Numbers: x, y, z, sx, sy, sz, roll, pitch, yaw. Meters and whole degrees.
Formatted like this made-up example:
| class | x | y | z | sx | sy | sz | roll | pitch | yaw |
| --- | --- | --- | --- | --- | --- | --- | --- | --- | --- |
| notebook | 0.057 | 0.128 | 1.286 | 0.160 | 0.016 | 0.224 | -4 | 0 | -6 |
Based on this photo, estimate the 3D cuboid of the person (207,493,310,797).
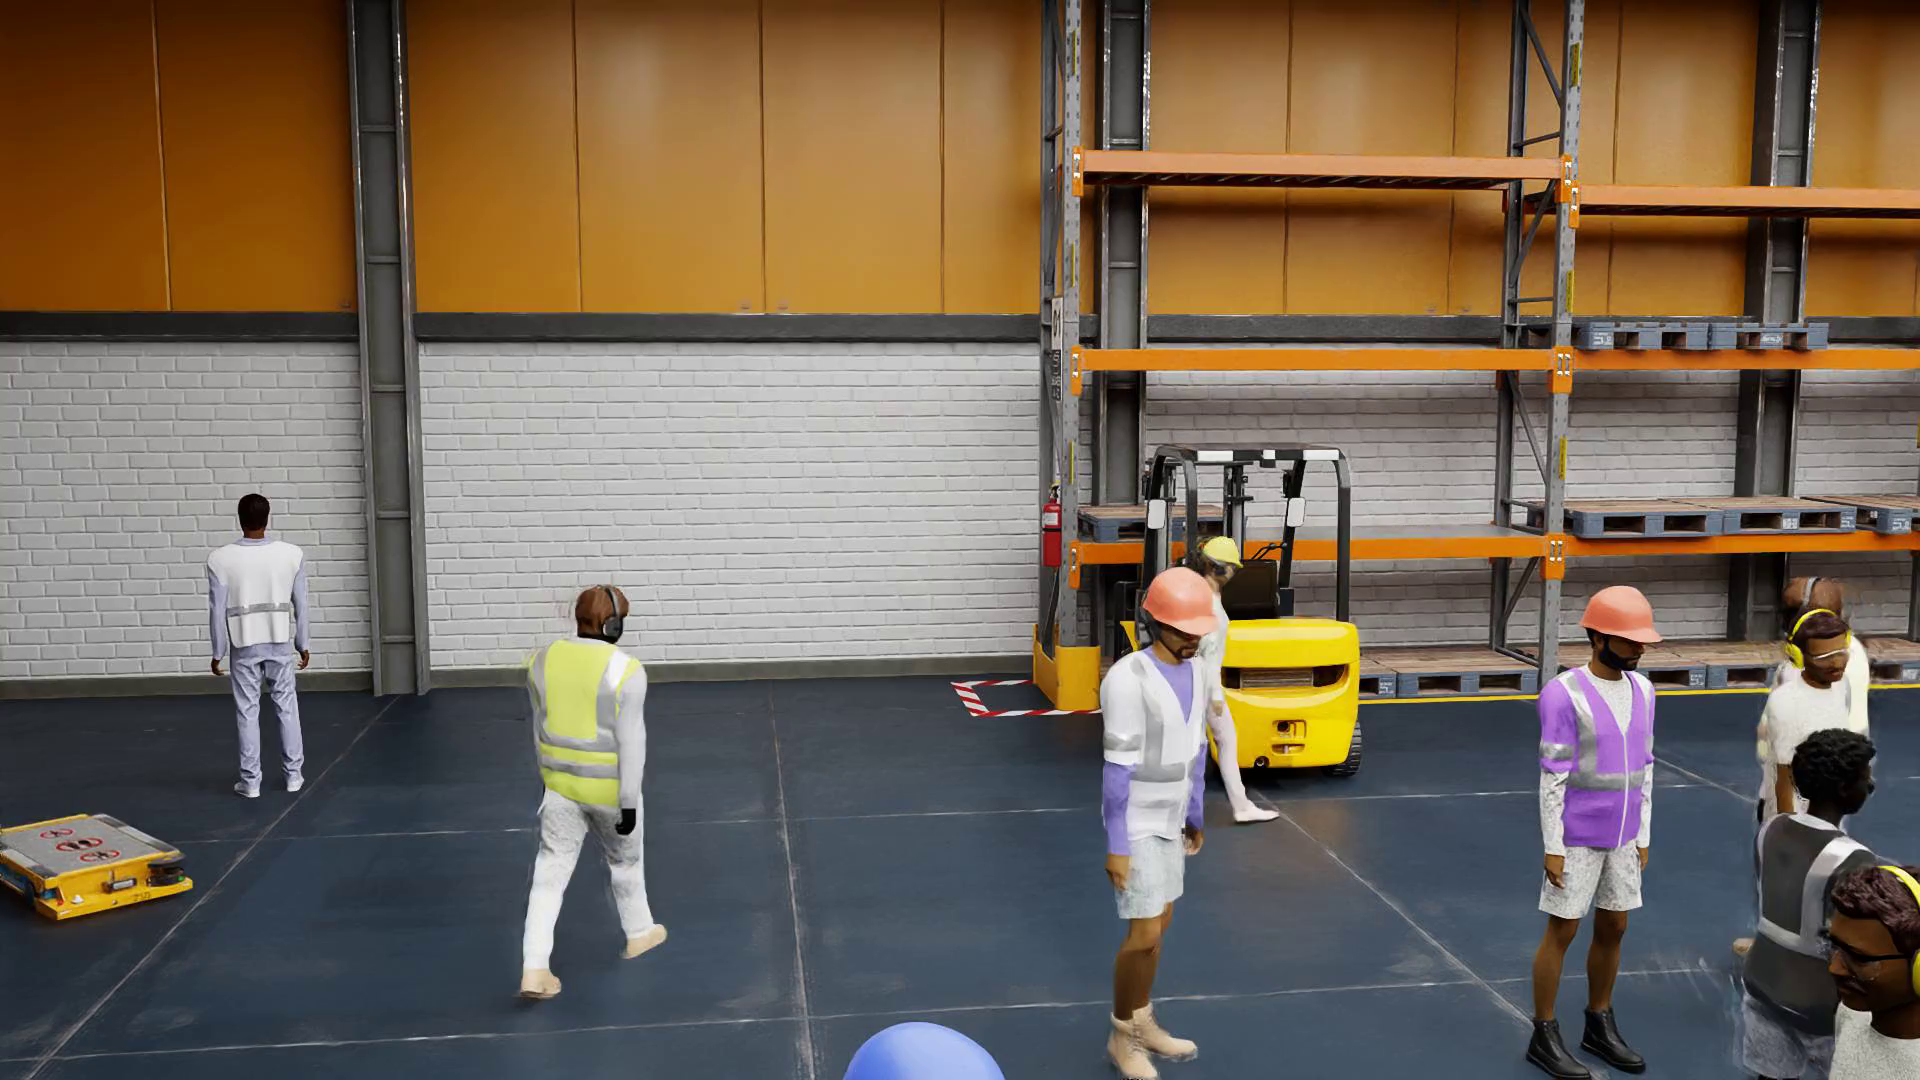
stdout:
| class | x | y | z | sx | sy | sz | roll | pitch | yaw |
| --- | --- | --- | --- | --- | --- | --- | --- | --- | --- |
| person | -4.425 | 0.665 | 10.530 | 0.597 | 1.916 | 0.371 | -4 | 8 | -33 |

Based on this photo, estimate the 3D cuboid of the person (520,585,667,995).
| class | x | y | z | sx | sy | sz | roll | pitch | yaw |
| --- | --- | --- | --- | --- | --- | --- | --- | --- | --- |
| person | -1.669 | 1.092 | 7.420 | 0.636 | 1.790 | 1.007 | 2 | 7 | 20 |

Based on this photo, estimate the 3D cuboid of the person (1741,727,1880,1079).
| class | x | y | z | sx | sy | sz | roll | pitch | yaw |
| --- | --- | --- | --- | --- | --- | --- | --- | --- | --- |
| person | 2.668 | 1.400 | 5.084 | 0.527 | 1.677 | 0.557 | -1 | 7 | -7 |

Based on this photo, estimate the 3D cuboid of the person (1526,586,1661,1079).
| class | x | y | z | sx | sy | sz | roll | pitch | yaw |
| --- | --- | --- | --- | --- | --- | --- | --- | --- | --- |
| person | 2.488 | 1.129 | 6.442 | 0.547 | 1.929 | 0.386 | -3 | 7 | -23 |

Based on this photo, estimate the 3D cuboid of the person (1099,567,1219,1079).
| class | x | y | z | sx | sy | sz | roll | pitch | yaw |
| --- | --- | --- | --- | --- | --- | --- | --- | --- | --- |
| person | 0.789 | 1.092 | 6.399 | 0.470 | 2.017 | 0.675 | 5 | 8 | 40 |

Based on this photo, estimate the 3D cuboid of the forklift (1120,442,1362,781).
| class | x | y | z | sx | sy | sz | roll | pitch | yaw |
| --- | --- | --- | --- | --- | --- | --- | --- | --- | --- |
| forklift | 1.912 | 0.418 | 11.496 | 1.214 | 2.155 | 2.313 | -1 | 7 | -8 |

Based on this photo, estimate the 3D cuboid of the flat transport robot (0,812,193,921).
| class | x | y | z | sx | sy | sz | roll | pitch | yaw |
| --- | --- | --- | --- | --- | --- | --- | --- | --- | --- |
| flat transport robot | -4.676 | 1.683 | 8.766 | 1.431 | 0.197 | 0.652 | 6 | 9 | 42 |

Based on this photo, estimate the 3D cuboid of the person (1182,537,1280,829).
| class | x | y | z | sx | sy | sz | roll | pitch | yaw |
| --- | --- | --- | --- | --- | --- | --- | --- | --- | --- |
| person | 1.518 | 0.849 | 9.749 | 0.847 | 1.715 | 0.572 | 2 | 7 | 16 |

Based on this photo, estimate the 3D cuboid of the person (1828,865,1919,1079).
| class | x | y | z | sx | sy | sz | roll | pitch | yaw |
| --- | --- | --- | --- | --- | --- | --- | --- | --- | --- |
| person | 1.777 | 1.531 | 3.223 | 0.334 | 1.860 | 0.509 | 0 | 7 | 2 |

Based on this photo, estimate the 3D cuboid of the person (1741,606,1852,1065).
| class | x | y | z | sx | sy | sz | roll | pitch | yaw |
| --- | --- | --- | --- | --- | --- | --- | --- | --- | --- |
| person | 3.313 | 1.160 | 6.531 | 0.515 | 1.842 | 0.421 | -4 | 8 | -32 |

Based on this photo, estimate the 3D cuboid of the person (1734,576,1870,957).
| class | x | y | z | sx | sy | sz | roll | pitch | yaw |
| --- | --- | --- | --- | --- | --- | --- | --- | --- | --- |
| person | 3.672 | 1.064 | 7.420 | 0.633 | 1.825 | 0.654 | 6 | 9 | 42 |

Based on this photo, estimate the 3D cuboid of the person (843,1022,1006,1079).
| class | x | y | z | sx | sy | sz | roll | pitch | yaw |
| --- | --- | --- | --- | --- | --- | --- | --- | --- | --- |
| person | -0.004 | 1.601 | 2.259 | 0.414 | 1.939 | 0.605 | 5 | 8 | 38 |
